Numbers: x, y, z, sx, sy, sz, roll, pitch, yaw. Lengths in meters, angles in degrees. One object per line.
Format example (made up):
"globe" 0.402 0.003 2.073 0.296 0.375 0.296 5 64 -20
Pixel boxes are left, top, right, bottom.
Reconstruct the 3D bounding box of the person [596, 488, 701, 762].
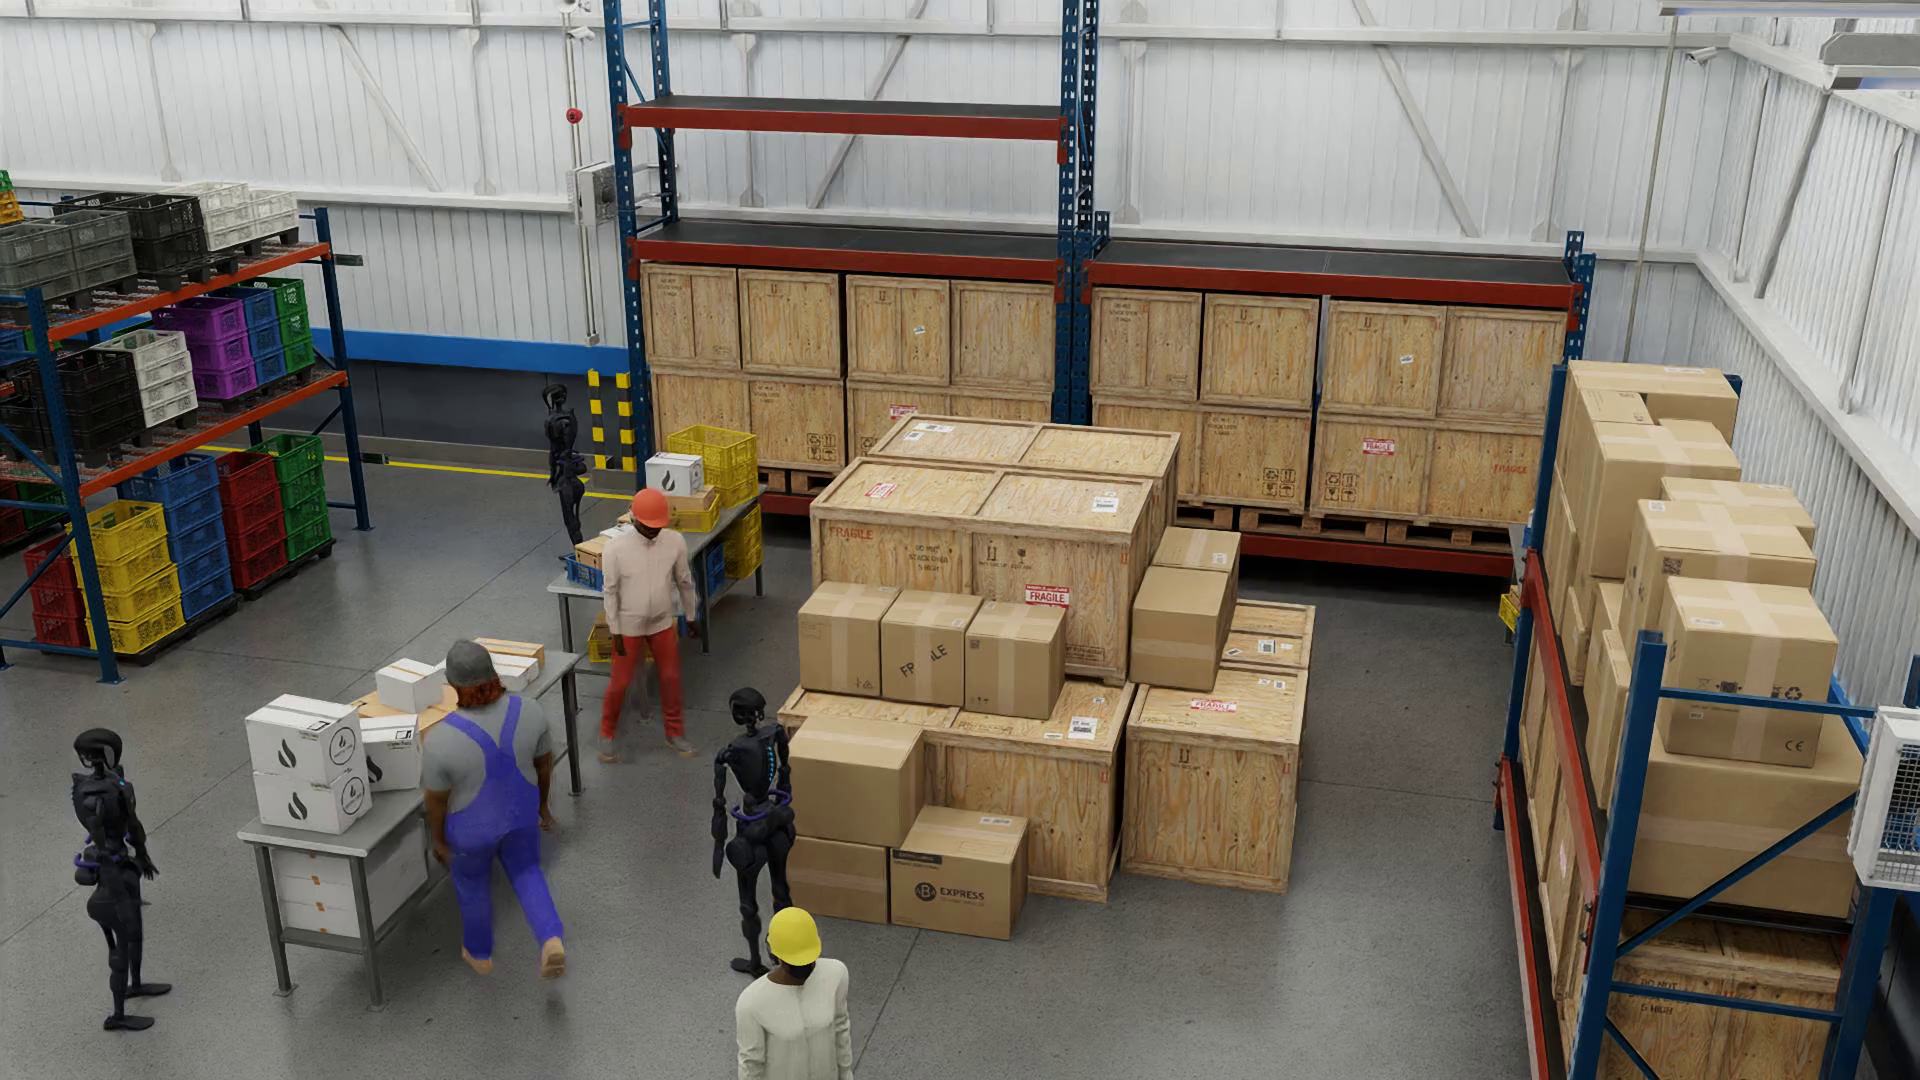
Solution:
"person" -2.147 0.561 11.200 0.787 1.965 0.572 -13 24 -30

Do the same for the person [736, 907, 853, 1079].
"person" -0.667 2.297 6.937 0.532 1.768 0.308 -14 25 -32

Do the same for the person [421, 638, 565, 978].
"person" -2.475 1.447 8.782 0.694 2.000 0.749 -16 26 -36

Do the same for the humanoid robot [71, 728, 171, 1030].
"humanoid robot" -4.318 1.720 8.573 0.368 1.653 0.564 -3 21 -8

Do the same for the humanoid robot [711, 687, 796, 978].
"humanoid robot" -1.094 1.559 8.989 0.322 1.651 0.577 16 26 37

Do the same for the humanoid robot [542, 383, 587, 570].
"humanoid robot" -3.455 -0.564 14.550 0.331 1.648 0.591 -11 23 -26
